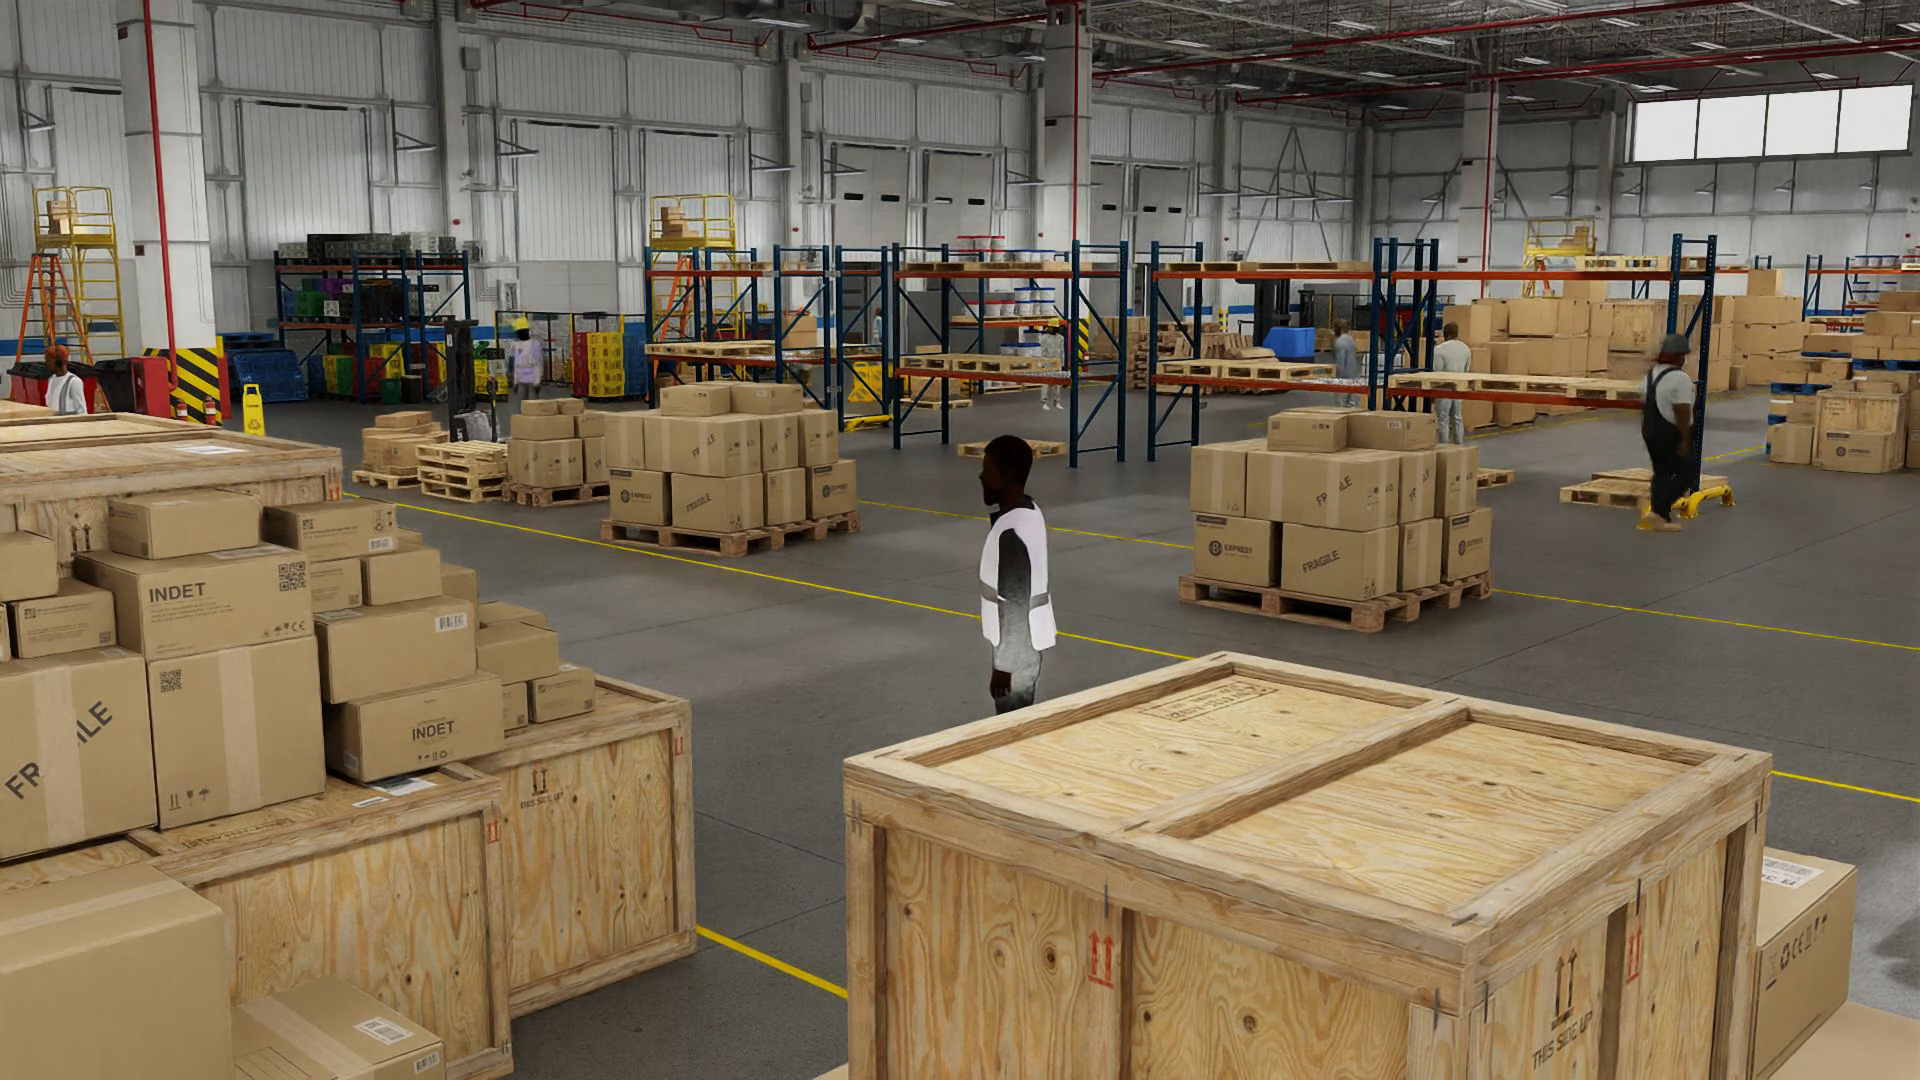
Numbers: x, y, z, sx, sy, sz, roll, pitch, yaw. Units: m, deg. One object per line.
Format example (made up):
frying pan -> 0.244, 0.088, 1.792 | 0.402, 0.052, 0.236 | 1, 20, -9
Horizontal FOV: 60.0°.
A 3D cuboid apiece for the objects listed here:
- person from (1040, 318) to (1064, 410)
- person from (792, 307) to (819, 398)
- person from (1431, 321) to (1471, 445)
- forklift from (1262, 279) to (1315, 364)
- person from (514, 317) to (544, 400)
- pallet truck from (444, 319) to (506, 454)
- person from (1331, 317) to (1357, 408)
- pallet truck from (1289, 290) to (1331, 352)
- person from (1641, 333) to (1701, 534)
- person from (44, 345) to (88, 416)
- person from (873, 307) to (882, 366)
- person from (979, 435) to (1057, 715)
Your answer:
person -> 1.753, -3.316, 31.387 | 0.487, 1.736, 0.320 | -4, 10, -23
person -> -3.120, -3.767, 33.680 | 0.569, 1.887, 0.979 | 2, 10, 14
person -> 6.820, -2.070, 23.164 | 0.623, 1.932, 0.368 | -5, 10, -27
forklift -> 8.555, -6.090, 44.881 | 1.873, 2.768, 1.129 | 9, 13, 43
person -> -6.694, -2.485, 25.706 | 0.594, 1.922, 0.386 | 7, 11, 35
pallet truck -> -6.981, -1.942, 22.150 | 1.885, 1.965, 0.823 | 1, 9, 9
person -> 5.880, -2.454, 25.544 | 0.399, 1.925, 0.648 | 6, 11, 31
pallet truck -> 11.297, -6.951, 52.861 | 1.885, 1.965, 0.823 | -5, 11, -29
person -> 7.101, -1.057, 16.593 | 0.544, 2.000, 0.700 | -2, 9, -10
person -> -9.192, -1.065, 17.127 | 0.575, 1.883, 0.362 | 7, 11, 36
person -> -2.149, -5.385, 44.387 | 0.324, 1.631, 0.521 | -1, 9, -6
person -> 0.244, 0.481, 7.534 | 0.392, 1.920, 0.592 | 1, 9, 4
